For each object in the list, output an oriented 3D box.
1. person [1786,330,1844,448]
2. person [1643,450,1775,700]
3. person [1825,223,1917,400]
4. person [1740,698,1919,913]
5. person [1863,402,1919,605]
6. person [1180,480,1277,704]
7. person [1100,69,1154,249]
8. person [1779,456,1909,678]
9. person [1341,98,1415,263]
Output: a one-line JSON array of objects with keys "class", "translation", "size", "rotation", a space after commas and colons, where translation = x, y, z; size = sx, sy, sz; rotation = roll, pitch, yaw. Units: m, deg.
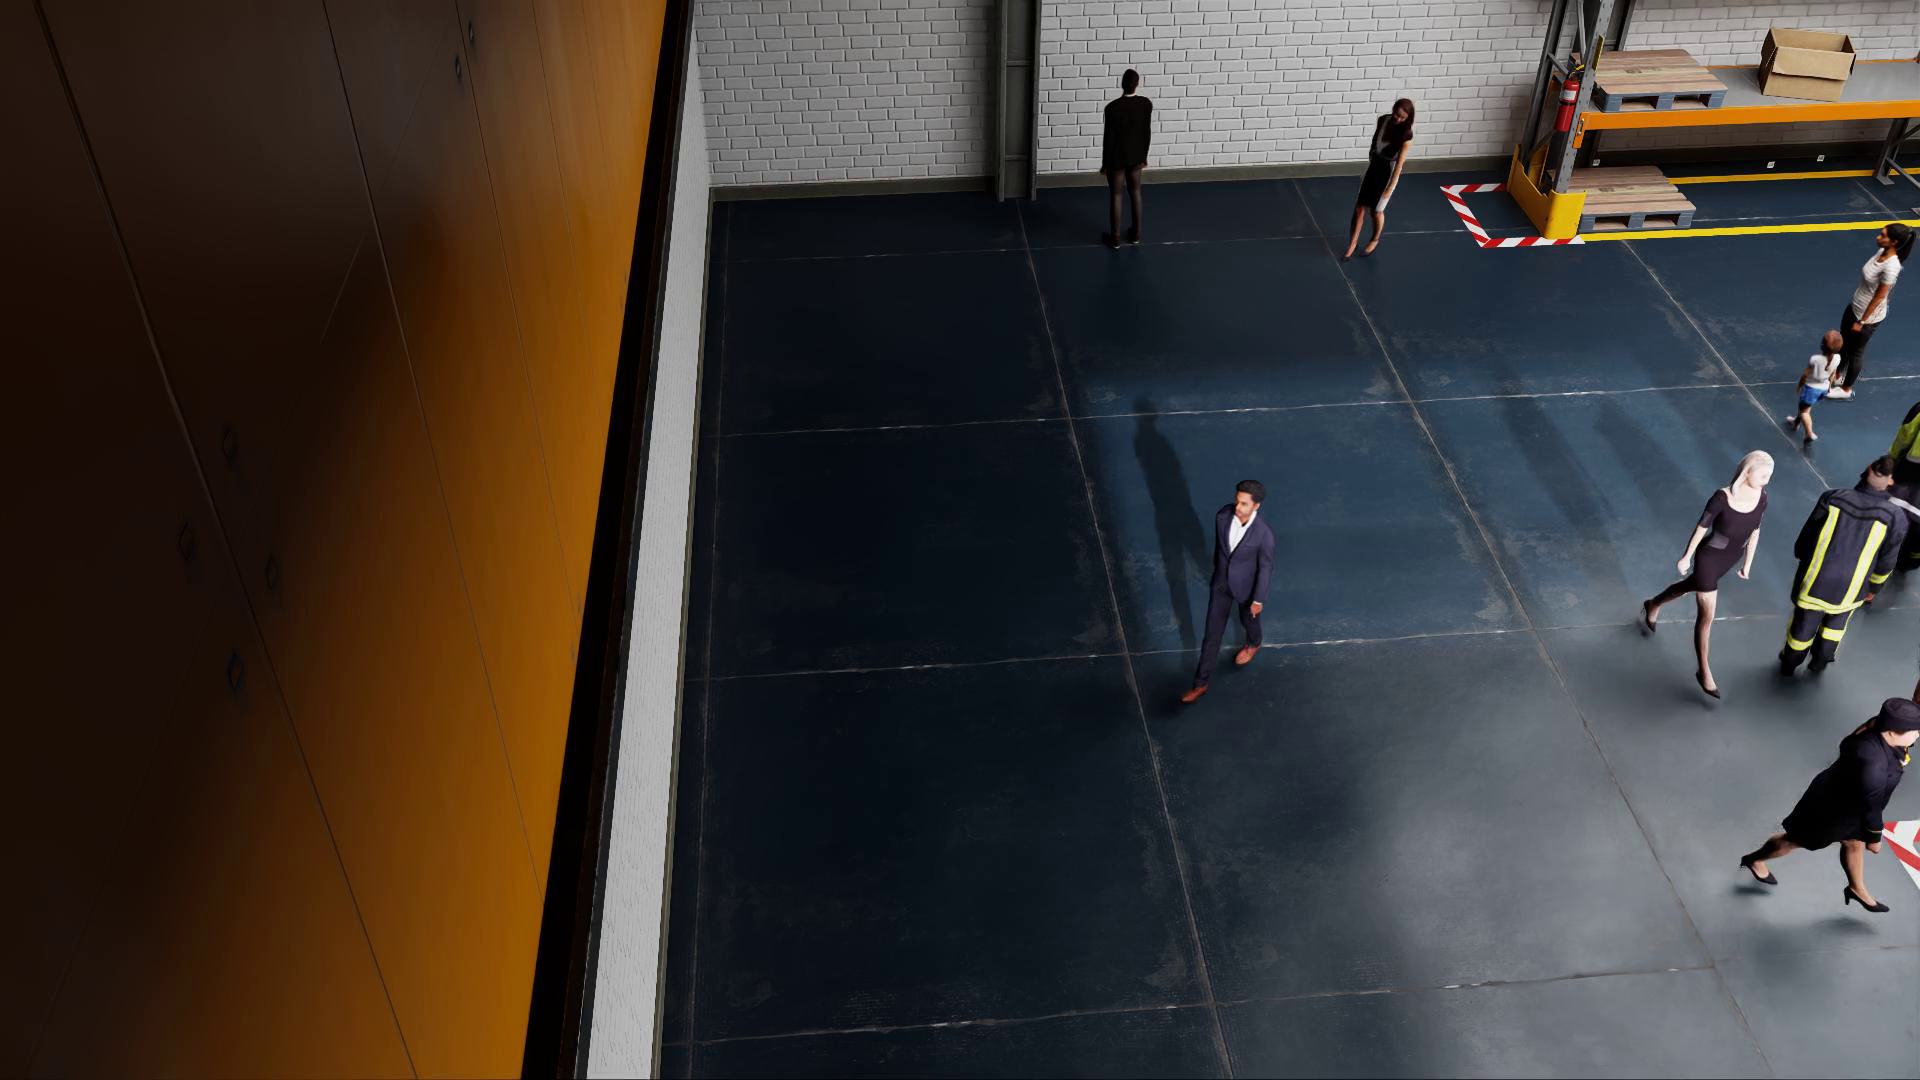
[{"class": "person", "translation": [7.077, -1.247, 13.729], "size": [0.633, 1.006, 0.482], "rotation": [-4, 39, -5]}, {"class": "person", "translation": [5.126, 0.099, 11.428], "size": [1.185, 1.775, 0.814], "rotation": [-8, 39, -10]}, {"class": "person", "translation": [7.702, -1.934, 14.078], "size": [0.650, 1.645, 0.642], "rotation": [8, 39, 10]}, {"class": "person", "translation": [5.093, 1.527, 9.762], "size": [1.203, 1.620, 1.109], "rotation": [23, 44, 26]}, {"class": "person", "translation": [6.891, -0.376, 11.887], "size": [1.240, 1.945, 1.258], "rotation": [23, 44, 26]}, {"class": "person", "translation": [1.950, 0.281, 11.277], "size": [1.114, 1.678, 1.195], "rotation": [30, 47, 32]}, {"class": "person", "translation": [1.616, -3.710, 16.177], "size": [0.582, 1.799, 0.765], "rotation": [-12, 40, -15]}, {"class": "person", "translation": [5.892, 0.232, 11.198], "size": [0.862, 1.853, 0.954], "rotation": [19, 42, 22]}, {"class": "person", "translation": [4.037, -3.447, 15.891], "size": [0.903, 1.746, 0.852], "rotation": [-20, 43, -23]}]
